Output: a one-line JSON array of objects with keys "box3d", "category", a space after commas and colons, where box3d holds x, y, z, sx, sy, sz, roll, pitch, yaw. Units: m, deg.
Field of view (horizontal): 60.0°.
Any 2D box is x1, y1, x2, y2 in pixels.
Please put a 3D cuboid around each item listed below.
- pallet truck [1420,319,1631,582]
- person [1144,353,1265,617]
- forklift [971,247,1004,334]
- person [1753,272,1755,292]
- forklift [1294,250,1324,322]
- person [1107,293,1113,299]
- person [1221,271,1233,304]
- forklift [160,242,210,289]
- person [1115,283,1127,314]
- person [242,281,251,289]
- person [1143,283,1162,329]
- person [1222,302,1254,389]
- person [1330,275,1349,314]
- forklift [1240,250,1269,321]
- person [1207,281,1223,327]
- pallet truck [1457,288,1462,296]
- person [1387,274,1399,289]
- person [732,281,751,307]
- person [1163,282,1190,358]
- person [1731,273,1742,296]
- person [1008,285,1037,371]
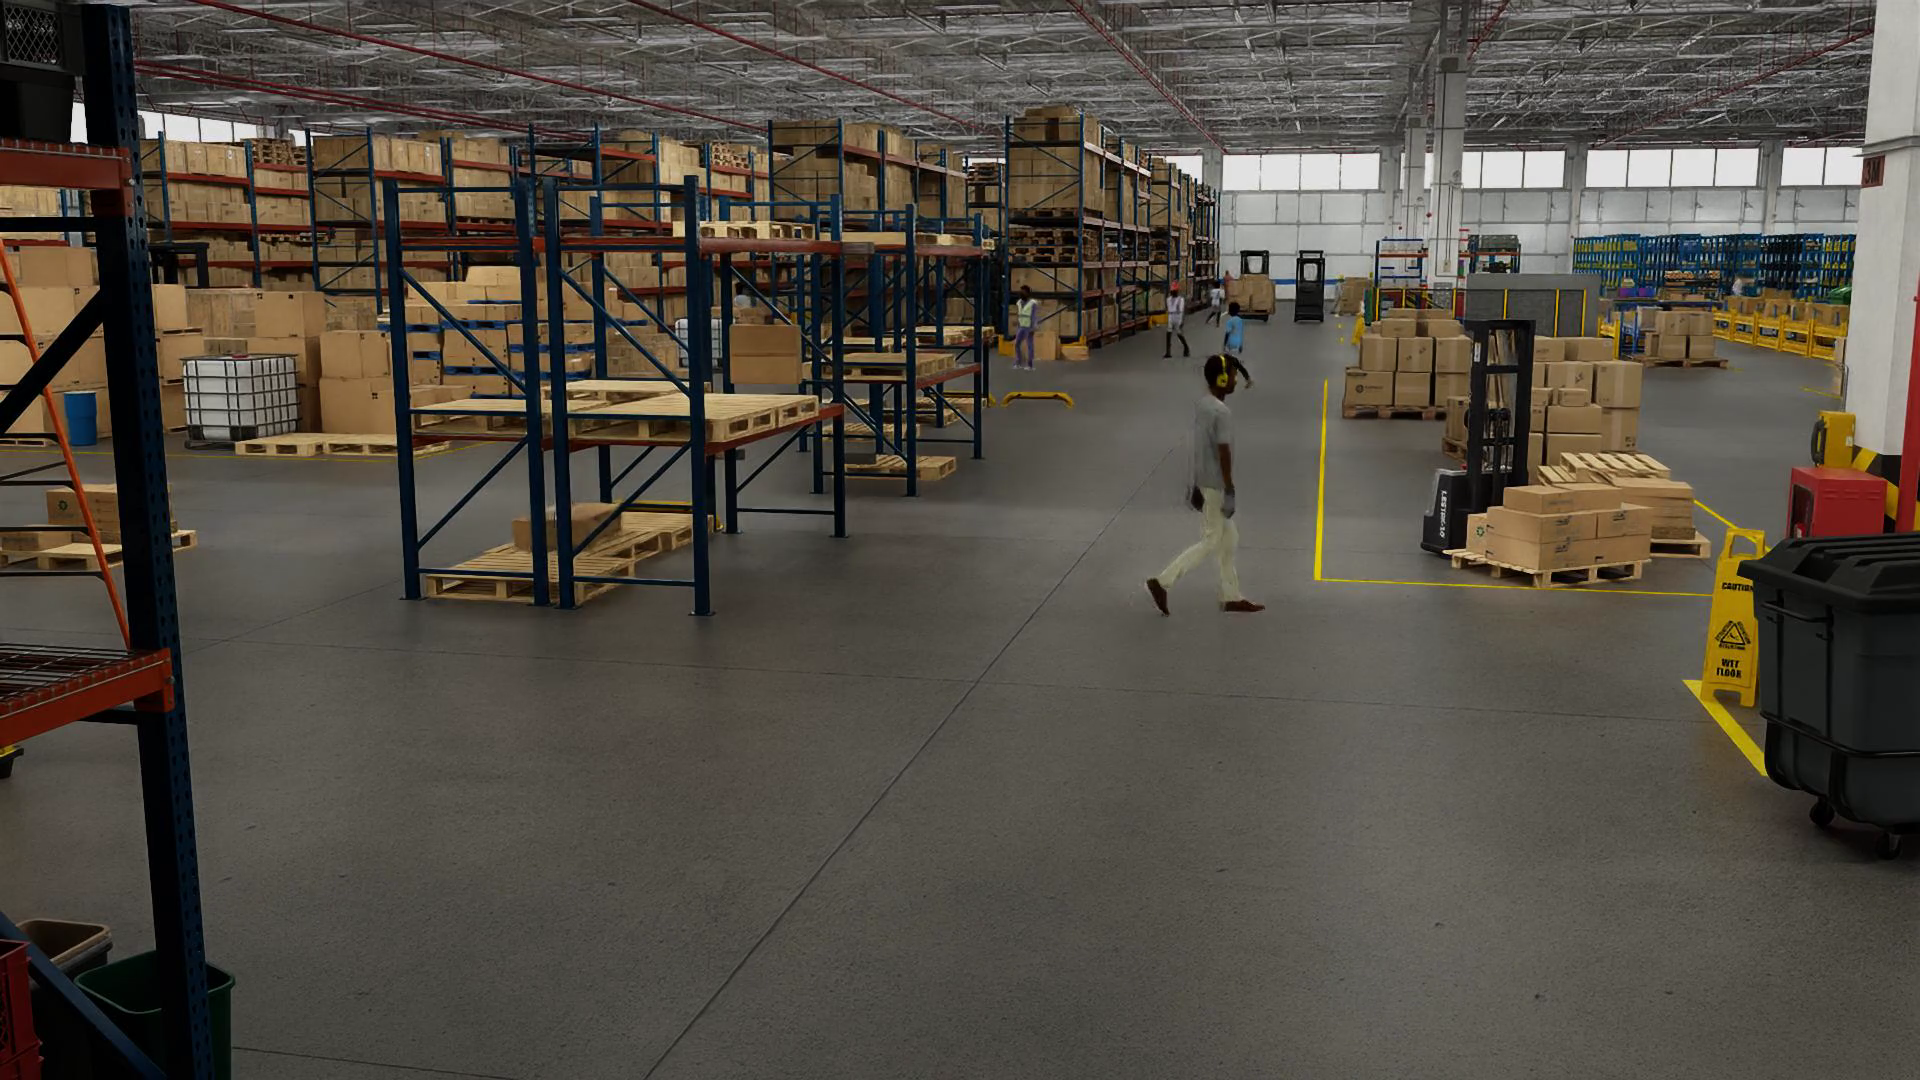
[{"box3d": [4.543, -0.757, 13.299, 0.823, 1.965, 1.885, -4, 10, -22], "category": "pallet truck"}, {"box3d": [1.710, -0.371, 11.491, 0.854, 1.842, 0.525, -2, 10, -11], "category": "person"}, {"box3d": [0.776, -7.314, 49.515, 1.129, 2.768, 1.873, 2, 10, 12], "category": "forklift"}, {"box3d": [42.275, -13.346, 88.418, 0.771, 1.809, 0.600, 0, 10, 0], "category": "person"}, {"box3d": [13.778, -10.002, 65.433, 1.129, 2.768, 1.873, 2, 10, 12], "category": "forklift"}, {"box3d": [8.254, -13.808, 91.207, 0.597, 1.780, 0.933, 1, 10, 8], "category": "person"}, {"box3d": [14.745, -13.934, 91.809, 0.655, 1.853, 1.024, -5, 11, -27], "category": "person"}, {"box3d": [-16.063, -4.810, 34.690, 1.129, 2.768, 1.873, 2, 10, 12], "category": "forklift"}, {"box3d": [7.280, -11.082, 75.143, 0.559, 1.750, 0.379, 5, 11, 27], "category": "person"}, {"box3d": [-19.012, -5.930, 44.276, 0.667, 1.883, 0.463, -4, 10, -23], "category": "person"}, {"box3d": [6.686, -8.248, 58.672, 0.838, 1.646, 0.548, 4, 10, 20], "category": "person"}, {"box3d": [5.304, -3.722, 31.827, 0.801, 1.667, 0.528, 6, 11, 33], "category": "person"}, {"box3d": [17.211, -11.101, 75.195, 0.947, 1.779, 0.619, 3, 10, 17], "category": "person"}, {"box3d": [11.682, -10.087, 65.936, 1.129, 2.768, 1.873, 2, 10, 12], "category": "forklift"}, {"box3d": [9.346, -8.635, 60.885, 0.524, 1.686, 0.539, -8, 13, -40], "category": "person"}, {"box3d": [20.506, -9.785, 68.819, 0.653, 1.274, 1.630, 2, 10, 12], "category": "pallet truck"}, {"box3d": [16.644, -9.294, 64.109, 0.909, 1.916, 0.618, -7, 12, -35], "category": "person"}, {"box3d": [-5.258, -5.180, 39.643, 0.664, 1.937, 0.632, 7, 12, 36], "category": "person"}, {"box3d": [5.482, -5.547, 41.978, 0.550, 1.905, 0.887, 8, 12, 40], "category": "person"}, {"box3d": [34.117, -10.766, 72.939, 0.915, 1.878, 0.637, 2, 10, 14], "category": "person"}, {"box3d": [1.378, -4.686, 36.862, 0.818, 1.888, 0.627, -9, 13, -43], "category": "person"}]
